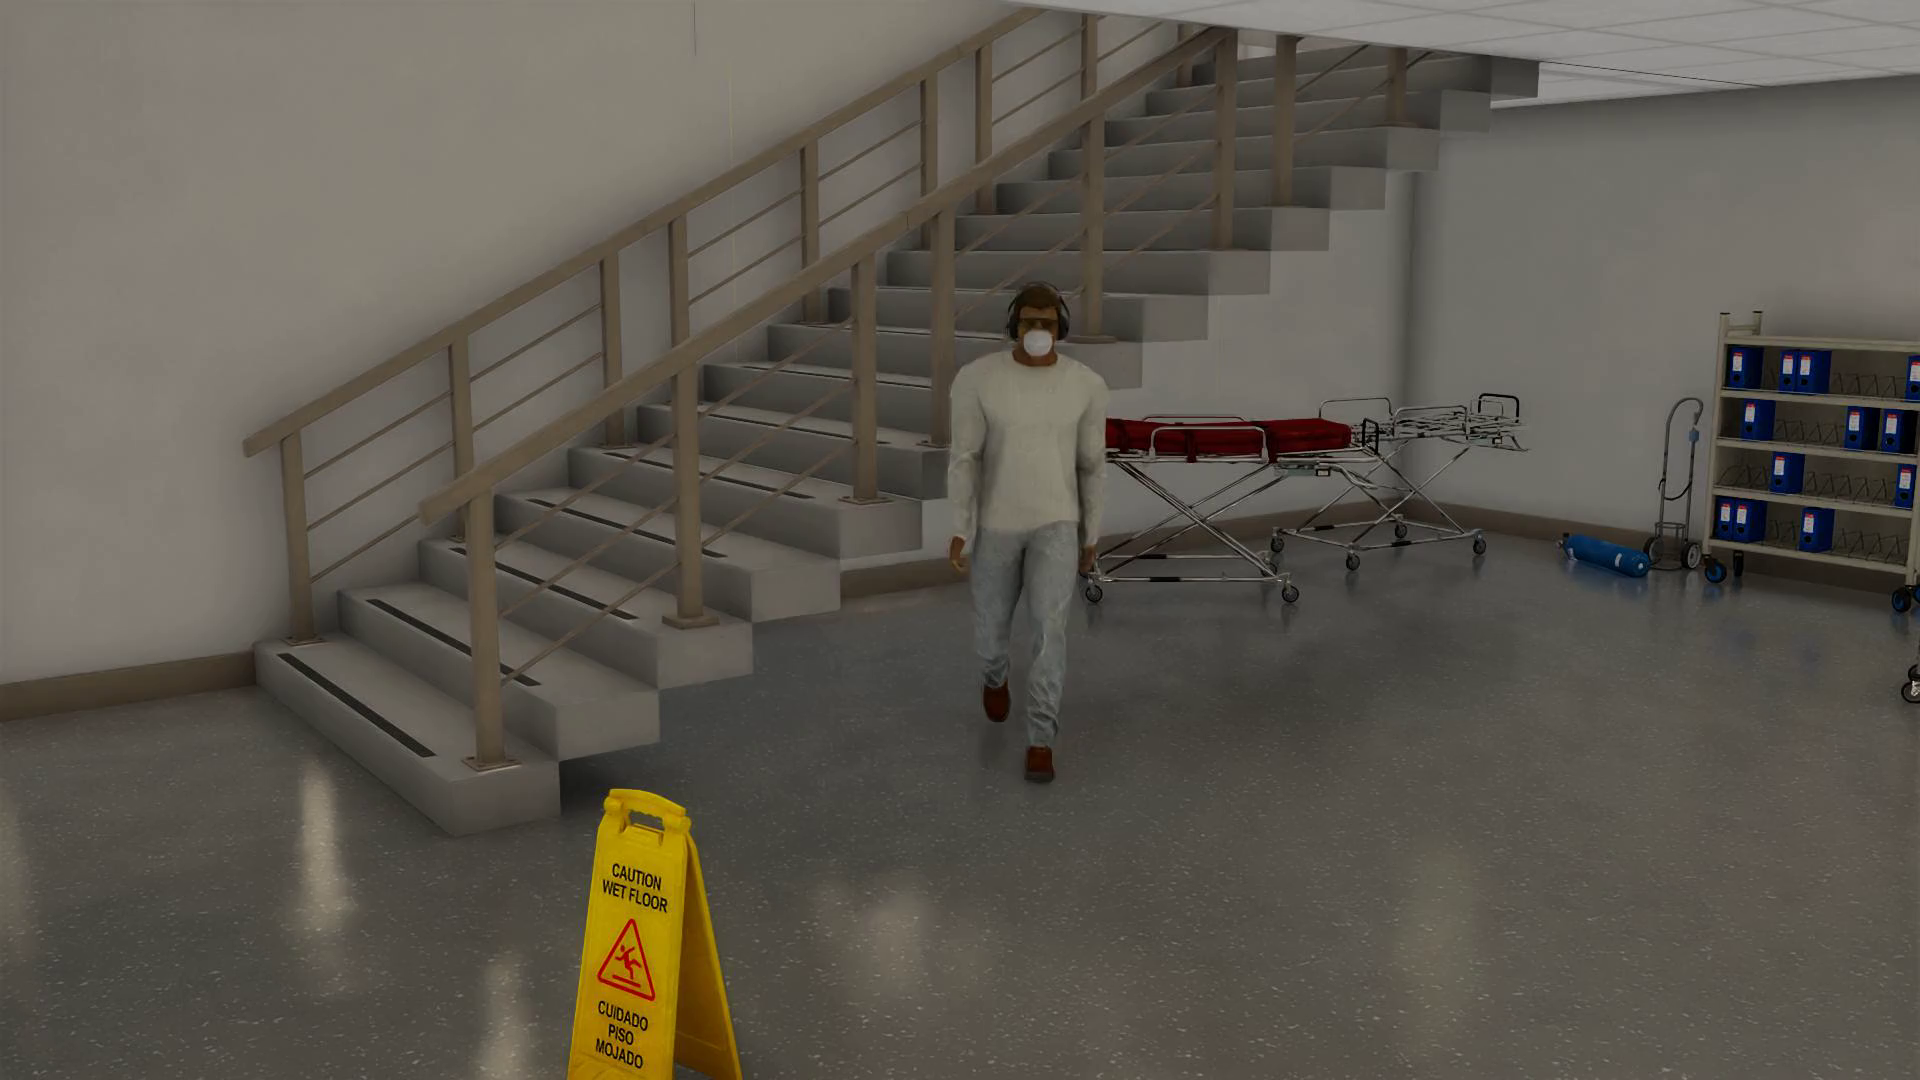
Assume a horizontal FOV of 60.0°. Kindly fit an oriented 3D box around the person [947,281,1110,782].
[{"bbox_3d":[0.265,-0.066,6.609,0.641,1.918,0.832,0,10,-2],"label":"person"}]
